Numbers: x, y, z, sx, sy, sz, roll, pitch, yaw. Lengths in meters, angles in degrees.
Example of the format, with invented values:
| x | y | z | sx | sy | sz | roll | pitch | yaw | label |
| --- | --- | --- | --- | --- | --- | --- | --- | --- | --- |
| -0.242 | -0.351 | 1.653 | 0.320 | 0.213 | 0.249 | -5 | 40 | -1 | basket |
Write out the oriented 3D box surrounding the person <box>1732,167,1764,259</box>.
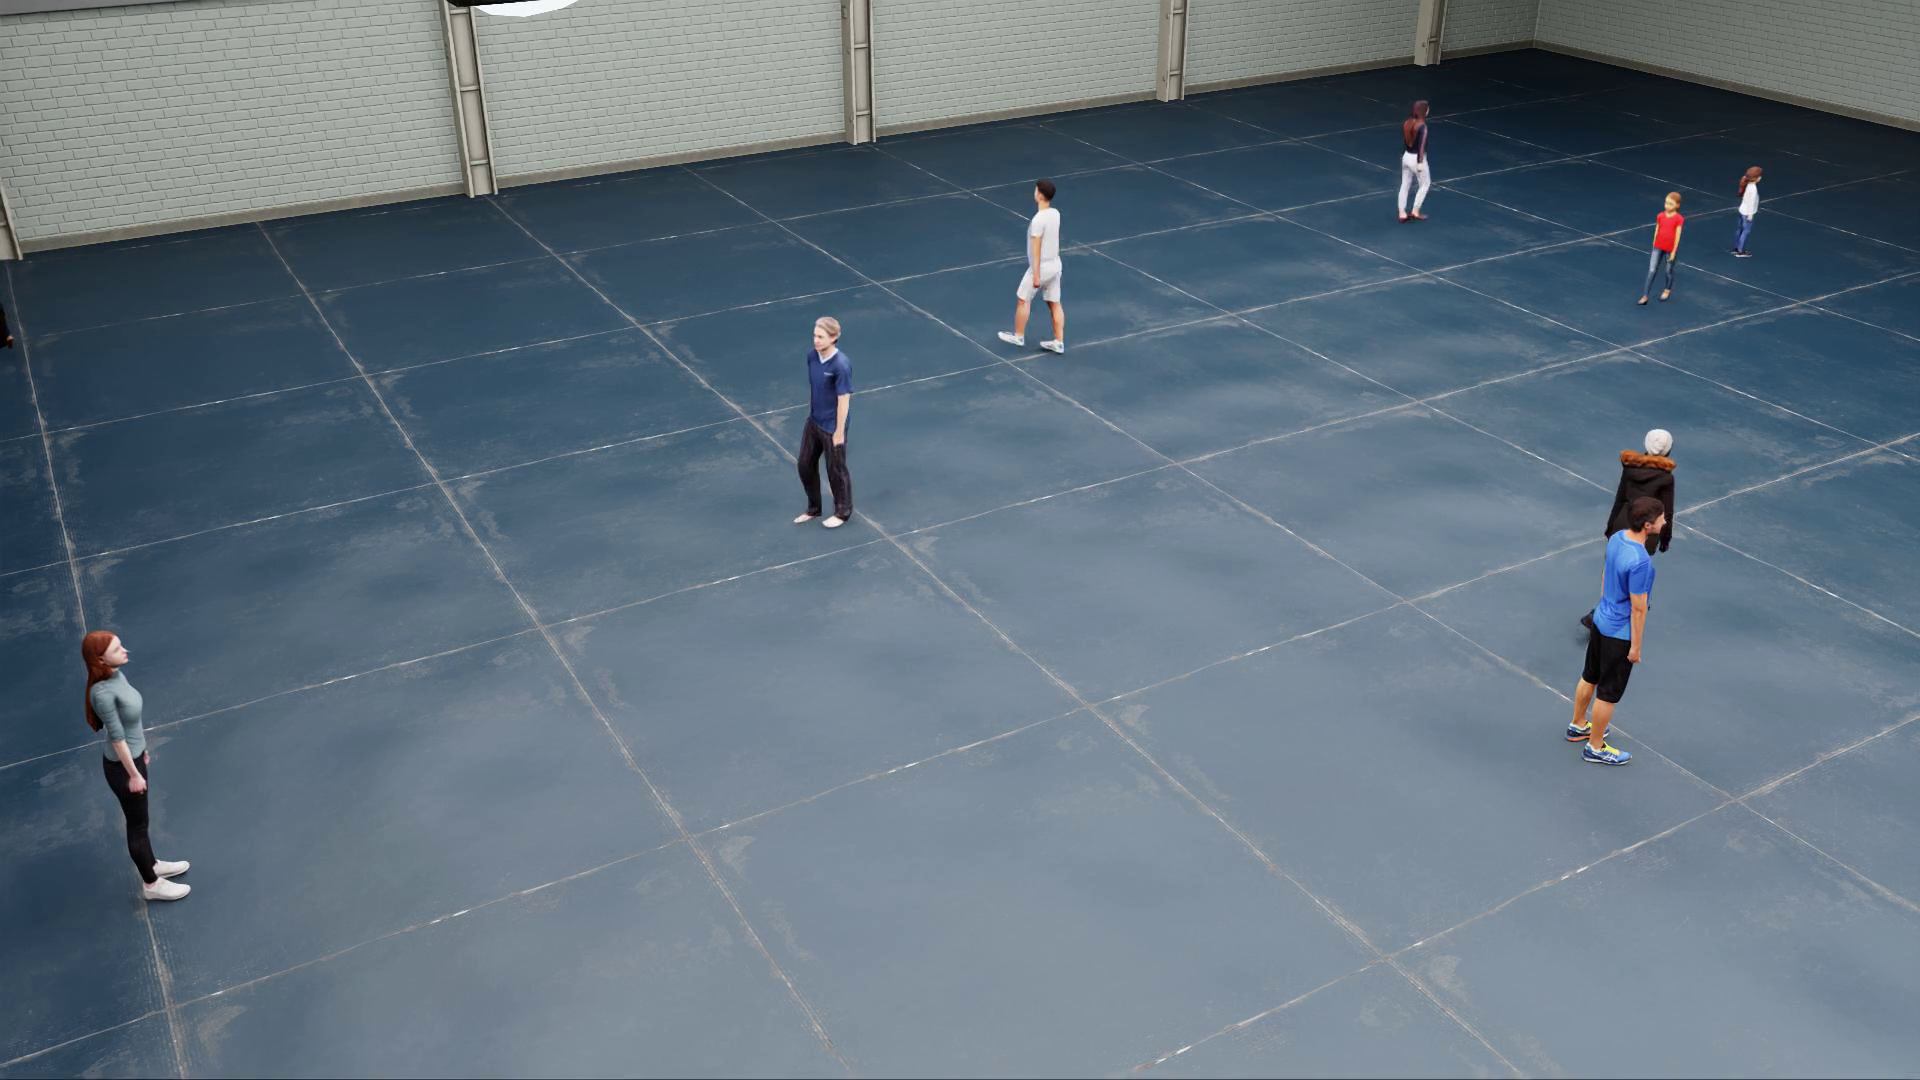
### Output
| x | y | z | sx | sy | sz | roll | pitch | yaw | label |
| --- | --- | --- | --- | --- | --- | --- | --- | --- | --- |
| 9.780 | -4.104 | 20.715 | 0.615 | 1.111 | 0.561 | 3 | 27 | 6 | person |

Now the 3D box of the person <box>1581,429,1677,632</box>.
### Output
| x | y | z | sx | sy | sz | roll | pitch | yaw | label |
| --- | --- | --- | --- | --- | --- | --- | --- | --- | --- |
| 4.946 | -0.031 | 12.261 | 1.041 | 1.609 | 0.652 | -13 | 30 | -23 | person |

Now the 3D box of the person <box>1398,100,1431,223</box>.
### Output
| x | y | z | sx | sy | sz | roll | pitch | yaw | label |
| --- | --- | --- | --- | --- | --- | --- | --- | --- | --- |
| 5.915 | -4.949 | 21.827 | 0.655 | 1.597 | 0.651 | -11 | 29 | -20 | person |

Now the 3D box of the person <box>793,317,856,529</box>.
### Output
| x | y | z | sx | sy | sz | roll | pitch | yaw | label |
| --- | --- | --- | --- | --- | --- | --- | --- | --- | --- |
| -1.033 | -0.993 | 13.857 | 0.779 | 1.860 | 0.756 | -23 | 35 | -37 | person |

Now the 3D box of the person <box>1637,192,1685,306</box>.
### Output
| x | y | z | sx | sy | sz | roll | pitch | yaw | label |
| --- | --- | --- | --- | --- | --- | --- | --- | --- | --- |
| 8.107 | -3.328 | 19.025 | 0.665 | 1.279 | 0.950 | 22 | 35 | 36 | person |

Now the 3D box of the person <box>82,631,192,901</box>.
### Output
| x | y | z | sx | sy | sz | roll | pitch | yaw | label |
| --- | --- | --- | --- | --- | --- | --- | --- | --- | --- |
| -4.775 | 1.289 | 9.553 | 0.598 | 1.742 | 0.619 | -9 | 28 | -16 | person |

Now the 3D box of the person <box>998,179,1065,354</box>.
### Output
| x | y | z | sx | sy | sz | roll | pitch | yaw | label |
| --- | --- | --- | --- | --- | --- | --- | --- | --- | --- |
| 0.962 | -2.834 | 17.465 | 1.018 | 1.829 | 1.053 | 17 | 32 | 30 | person |

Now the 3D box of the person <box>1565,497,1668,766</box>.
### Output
| x | y | z | sx | sy | sz | roll | pitch | yaw | label |
| --- | --- | --- | --- | --- | --- | --- | --- | --- | --- |
| 4.267 | 0.567 | 10.818 | 0.697 | 1.868 | 0.699 | -2 | 27 | -3 | person |
